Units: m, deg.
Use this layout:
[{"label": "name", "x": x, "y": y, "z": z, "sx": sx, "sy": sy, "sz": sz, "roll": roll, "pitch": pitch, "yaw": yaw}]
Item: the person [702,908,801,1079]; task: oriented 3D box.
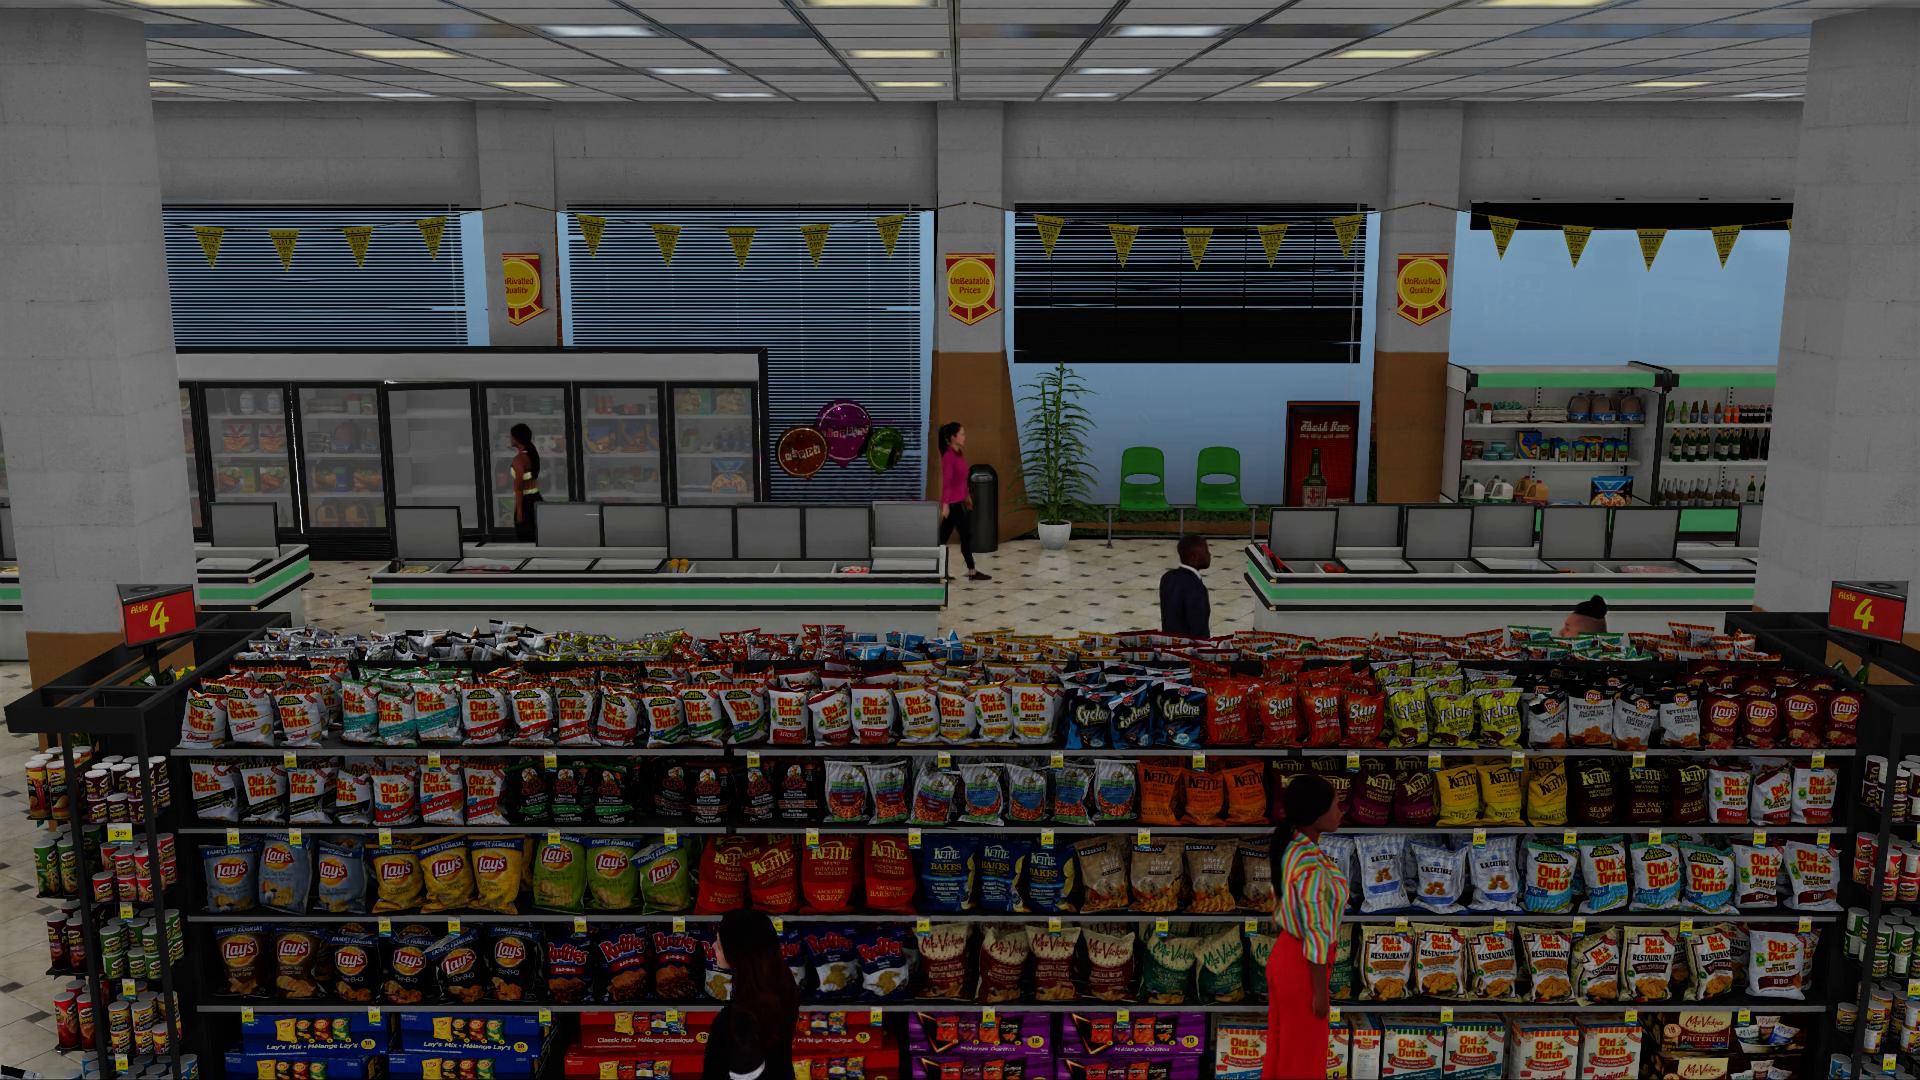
[{"label": "person", "x": -0.620, "y": 2.059, "z": 5.858, "sx": 0.665, "sy": 1.626, "sz": 0.669, "roll": 2, "pitch": 12, "yaw": 11}]

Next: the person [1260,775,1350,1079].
[{"label": "person", "x": 1.363, "y": 1.797, "z": 6.697, "sx": 0.568, "sy": 1.792, "sz": 0.624, "roll": -2, "pitch": 12, "yaw": -8}]

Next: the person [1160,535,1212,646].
[{"label": "person", "x": 1.507, "y": 0.852, "z": 11.109, "sx": 0.680, "sy": 1.824, "sz": 0.746, "roll": -3, "pitch": 12, "yaw": -14}]

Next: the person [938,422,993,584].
[{"label": "person", "x": -0.165, "y": -0.373, "z": 17.277, "sx": 0.948, "sy": 1.679, "sz": 0.707, "roll": 2, "pitch": 12, "yaw": 10}]

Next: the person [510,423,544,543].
[{"label": "person", "x": -4.276, "y": -0.307, "z": 16.818, "sx": 0.902, "sy": 1.739, "sz": 0.718, "roll": 4, "pitch": 12, "yaw": 16}]
